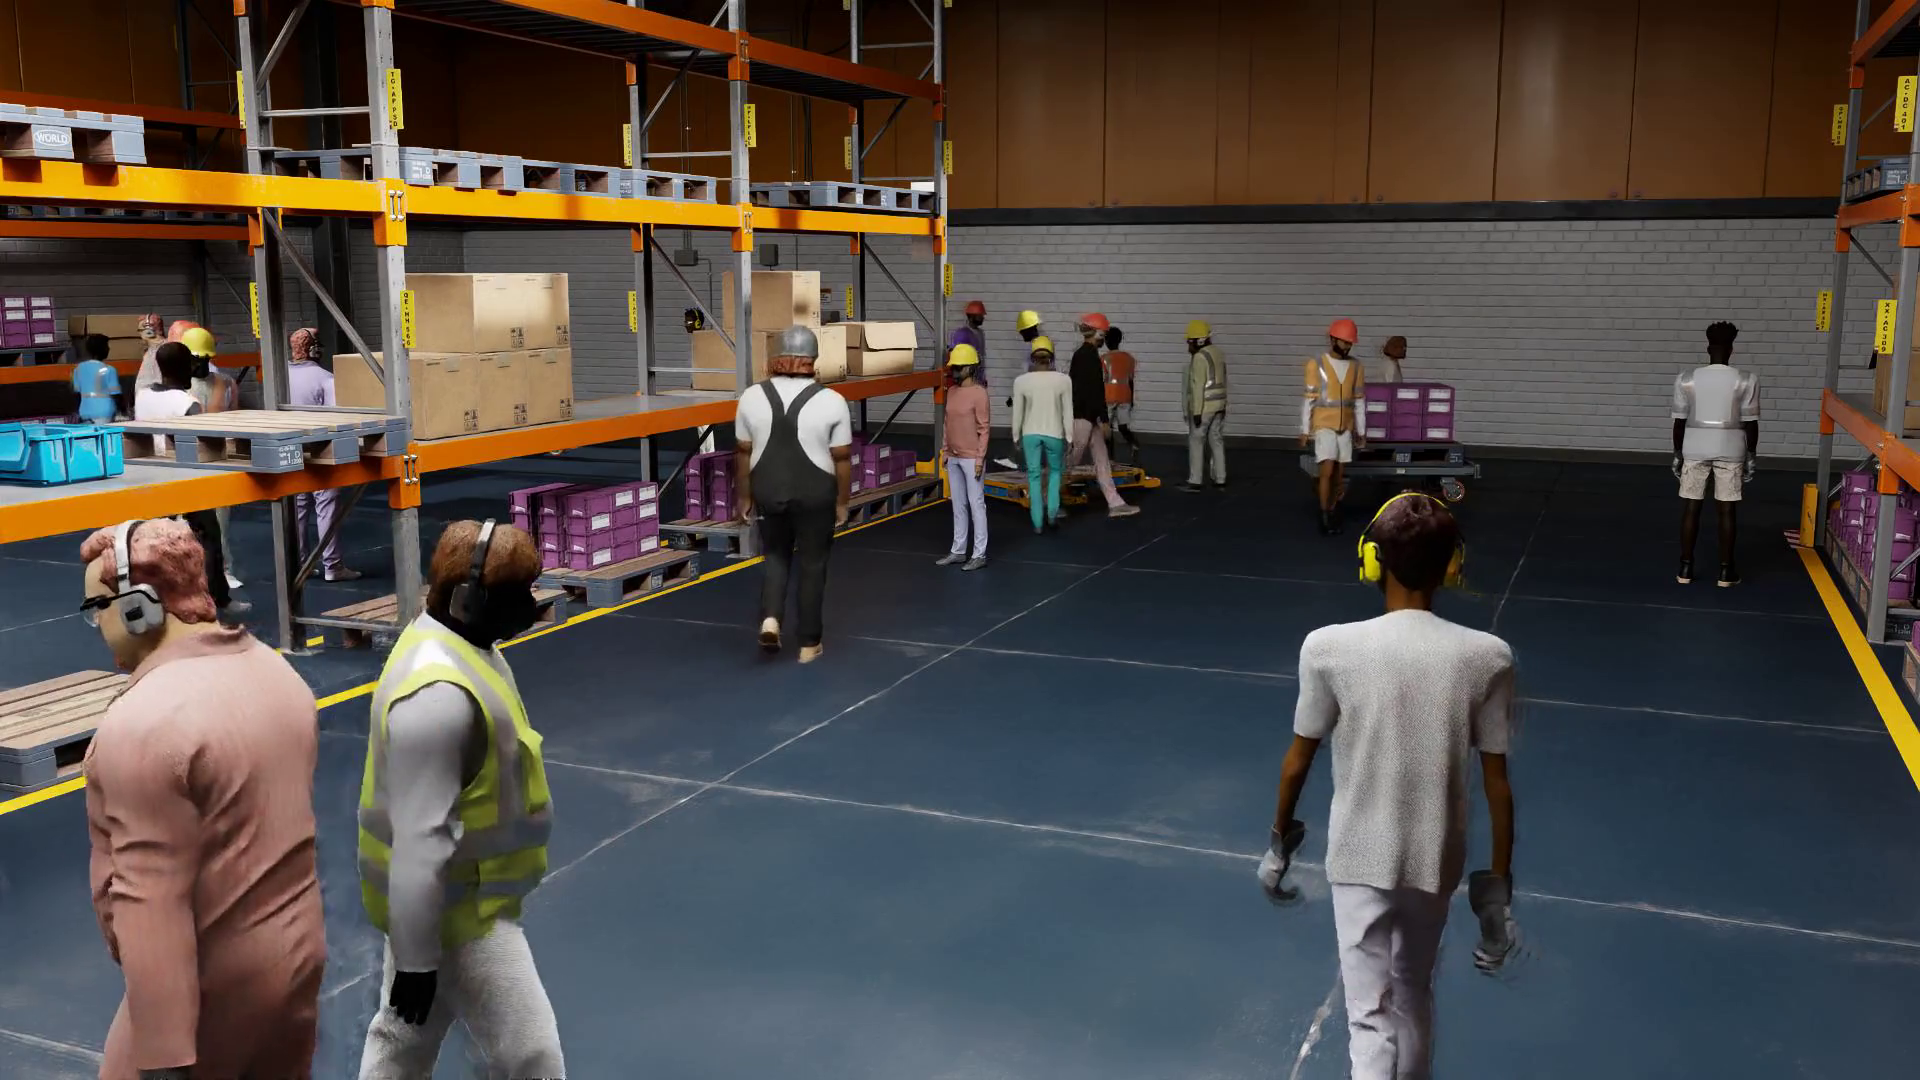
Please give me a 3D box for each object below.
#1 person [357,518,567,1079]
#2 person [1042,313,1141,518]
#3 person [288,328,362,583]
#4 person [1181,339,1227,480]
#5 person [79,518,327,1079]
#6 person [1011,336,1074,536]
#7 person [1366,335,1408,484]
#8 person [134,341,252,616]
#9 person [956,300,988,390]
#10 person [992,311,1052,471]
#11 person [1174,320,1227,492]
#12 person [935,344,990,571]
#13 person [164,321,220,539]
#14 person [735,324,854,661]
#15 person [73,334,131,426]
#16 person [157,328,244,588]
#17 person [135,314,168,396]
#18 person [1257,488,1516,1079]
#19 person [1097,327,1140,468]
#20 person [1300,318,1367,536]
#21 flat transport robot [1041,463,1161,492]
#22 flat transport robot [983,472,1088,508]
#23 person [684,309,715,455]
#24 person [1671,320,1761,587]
[{"bbox_3d":[-1.094,0.836,3.913,0.881,1.789,0.728,-2,10,-14],"label":"person"},{"bbox_3d":[1.190,-1.158,15.600,1.001,1.935,0.619,0,9,-3],"label":"person"},{"bbox_3d":[-4.834,-0.629,12.459,0.641,1.908,0.407,3,10,17],"label":"person"},{"bbox_3d":[2.652,-1.410,18.053,0.506,1.615,0.499,0,9,1],"label":"person"},{"bbox_3d":[-1.506,0.890,3.340,0.475,1.877,0.678,1,9,5],"label":"person"},{"bbox_3d":[0.729,-0.927,14.720,0.554,1.742,0.622,0,9,2],"label":"person"},{"bbox_3d":[4.620,-1.402,18.002,0.422,1.617,0.511,3,10,18],"label":"person"},{"bbox_3d":[-5.210,-0.364,10.945,0.592,1.883,0.938,4,10,25],"label":"person"},{"bbox_3d":[0.155,-2.129,21.497,0.463,1.926,0.542,5,11,27],"label":"person"},{"bbox_3d":[0.791,-1.645,18.761,0.882,1.860,0.609,2,10,13],"label":"person"},{"bbox_3d":[2.558,-1.395,17.444,0.529,1.806,0.613,6,11,30],"label":"person"},{"bbox_3d":[0.031,-0.646,12.986,0.308,1.769,0.525,-7,12,-37],"label":"person"},{"bbox_3d":[-6.352,-0.842,13.736,0.544,1.919,0.577,5,10,25],"label":"person"},{"bbox_3d":[-0.959,-0.281,9.944,0.712,2.000,0.536,2,10,11],"label":"person"},{"bbox_3d":[-8.733,-1.279,17.090,0.554,1.661,0.782,4,10,24],"label":"person"},{"bbox_3d":[-5.497,-0.576,12.086,0.585,1.923,0.376,-9,13,-44],"label":"person"},{"bbox_3d":[-7.777,-1.236,16.157,0.405,1.903,0.636,-4,10,-25],"label":"person"},{"bbox_3d":[1.015,0.789,4.065,0.539,1.834,0.834,0,9,-2],"label":"person"},{"bbox_3d":[1.826,-1.615,19.136,0.535,1.676,0.601,-5,11,-29],"label":"person"},{"bbox_3d":[3.305,-0.982,14.564,0.591,1.913,0.585,-2,10,-15],"label":"person"},{"bbox_3d":[1.352,-0.650,17.528,1.431,0.197,0.652,-6,11,-31],"label":"flat transport robot"},{"bbox_3d":[0.614,-0.524,16.765,0.652,0.197,1.431,-6,11,-31],"label":"flat transport robot"},{"bbox_3d":[-3.070,-1.775,19.575,0.316,1.854,0.514,-4,10,-23],"label":"person"},{"bbox_3d":[5.586,-0.636,12.321,0.605,1.966,0.367,6,11,31],"label":"person"}]
